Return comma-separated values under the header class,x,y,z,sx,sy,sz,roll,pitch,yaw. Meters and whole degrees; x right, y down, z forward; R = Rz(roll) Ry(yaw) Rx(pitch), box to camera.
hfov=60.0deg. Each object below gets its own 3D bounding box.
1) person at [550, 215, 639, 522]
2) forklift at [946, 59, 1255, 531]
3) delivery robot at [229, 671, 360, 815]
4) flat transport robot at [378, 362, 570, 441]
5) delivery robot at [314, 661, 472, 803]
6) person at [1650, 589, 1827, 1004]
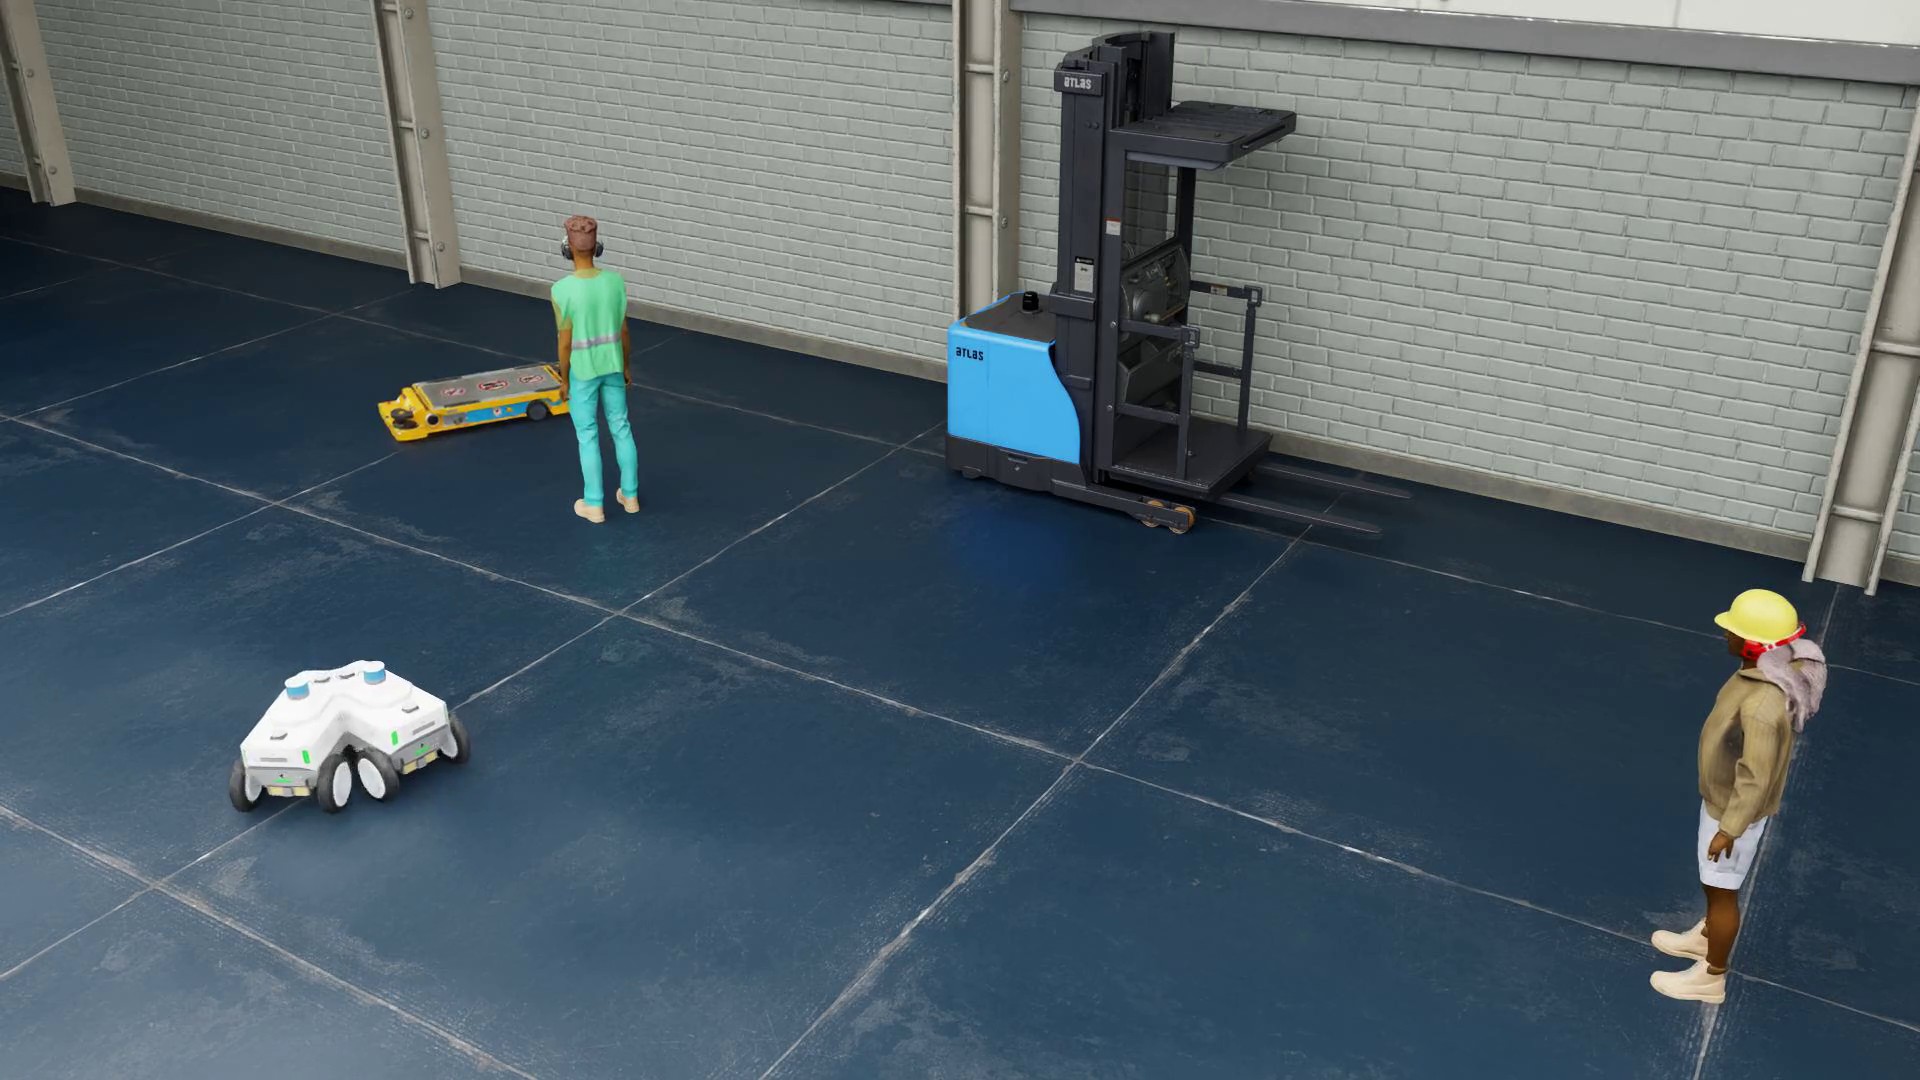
class,x,y,z,sx,sy,sz,roll,pitch,yaw
person,-2.302,-1.067,10.518,0.488,1.977,0.392,-17,30,-32
forklift,0.933,-1.707,10.833,1.873,2.768,1.129,15,29,28
delivery robot,-3.124,0.951,7.928,0.499,0.608,0.793,1,25,2
flat transport robot,-3.565,-1.044,12.467,1.431,0.231,0.659,-13,28,-25
delivery robot,-2.790,0.885,8.071,0.814,0.611,0.499,18,31,34
person,2.986,0.996,6.402,0.407,1.760,0.551,11,27,21
